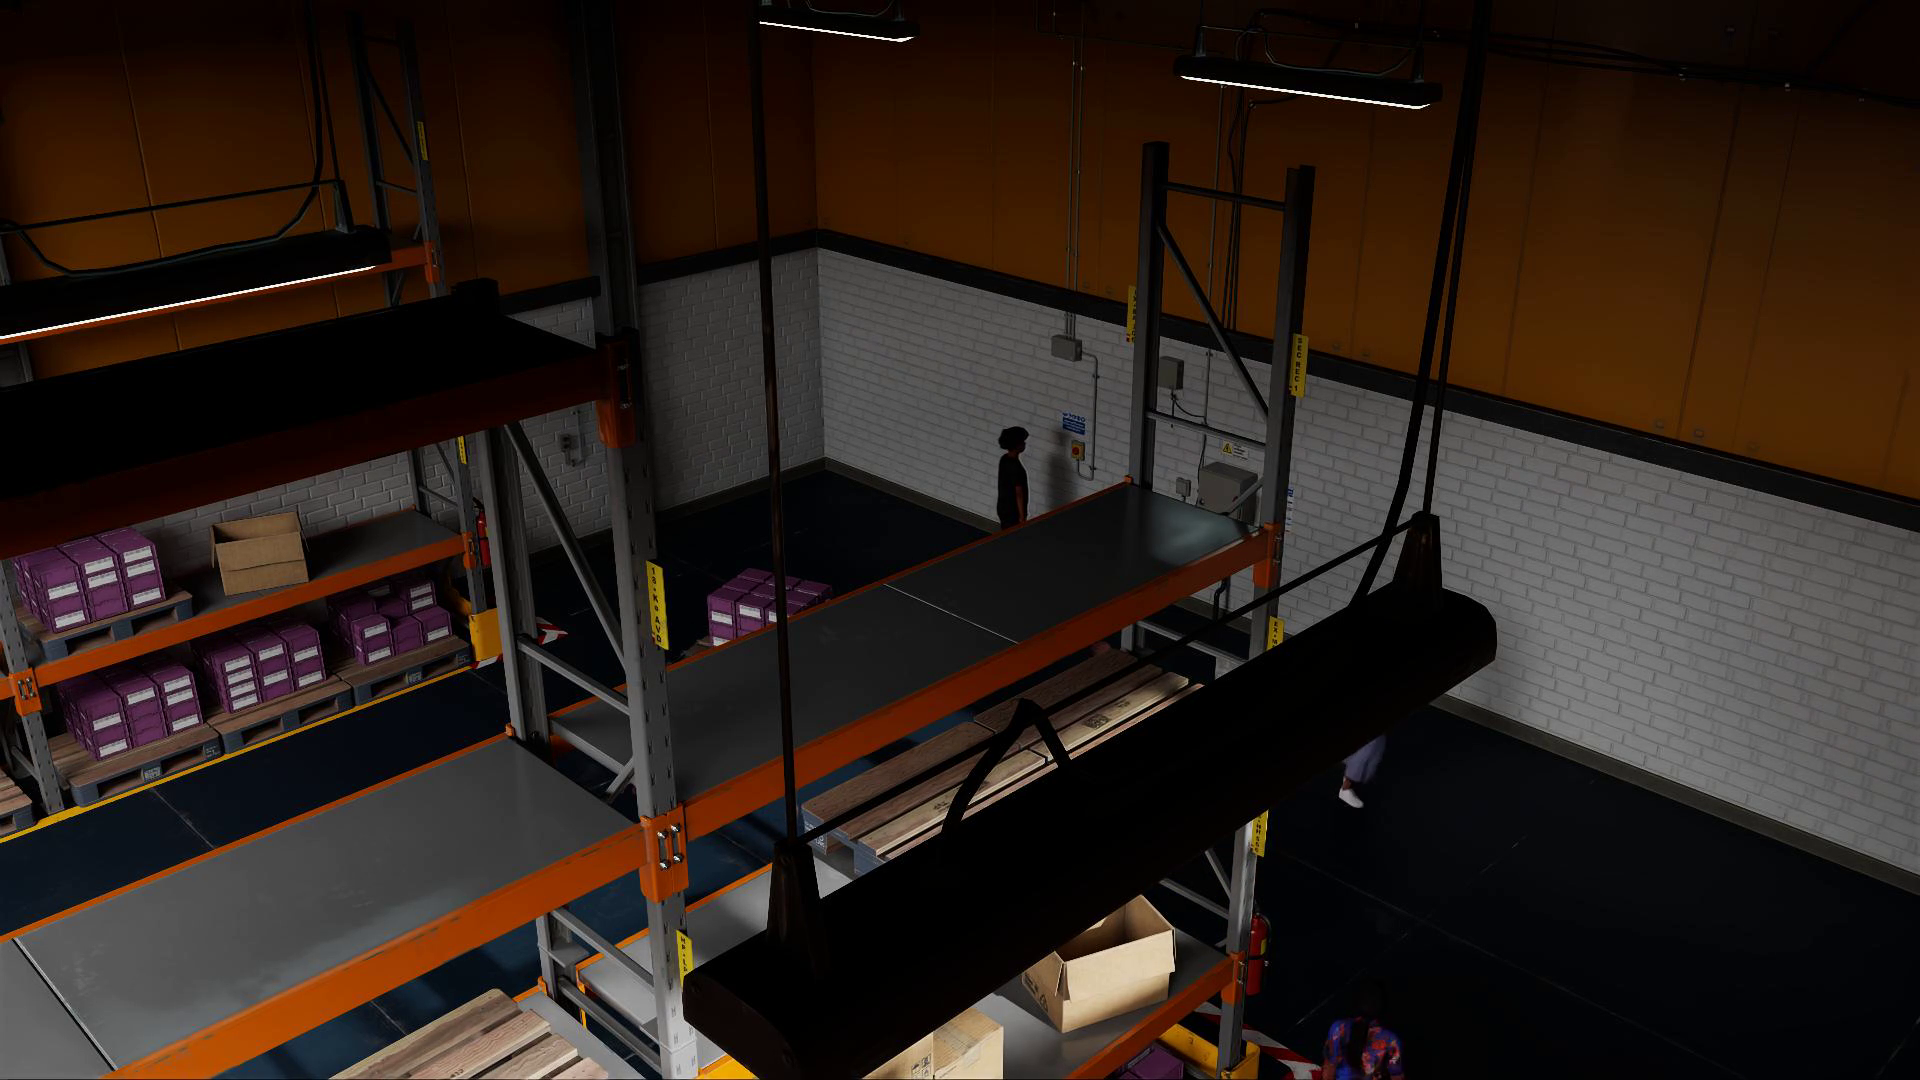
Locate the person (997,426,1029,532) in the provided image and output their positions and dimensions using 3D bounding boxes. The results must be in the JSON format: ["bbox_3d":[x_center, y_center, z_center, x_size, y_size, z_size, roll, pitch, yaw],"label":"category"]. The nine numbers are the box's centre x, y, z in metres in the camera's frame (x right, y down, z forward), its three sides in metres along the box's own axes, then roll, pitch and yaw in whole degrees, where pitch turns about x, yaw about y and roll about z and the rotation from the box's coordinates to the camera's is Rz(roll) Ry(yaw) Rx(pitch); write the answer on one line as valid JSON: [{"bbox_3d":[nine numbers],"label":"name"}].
[{"bbox_3d":[0.550,-0.350,17.520,0.715,1.784,0.717,-8,25,-18],"label":"person"}]

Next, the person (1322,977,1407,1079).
[{"bbox_3d":[2.217,3.256,9.349,0.799,1.720,0.948,10,26,22],"label":"person"}]
